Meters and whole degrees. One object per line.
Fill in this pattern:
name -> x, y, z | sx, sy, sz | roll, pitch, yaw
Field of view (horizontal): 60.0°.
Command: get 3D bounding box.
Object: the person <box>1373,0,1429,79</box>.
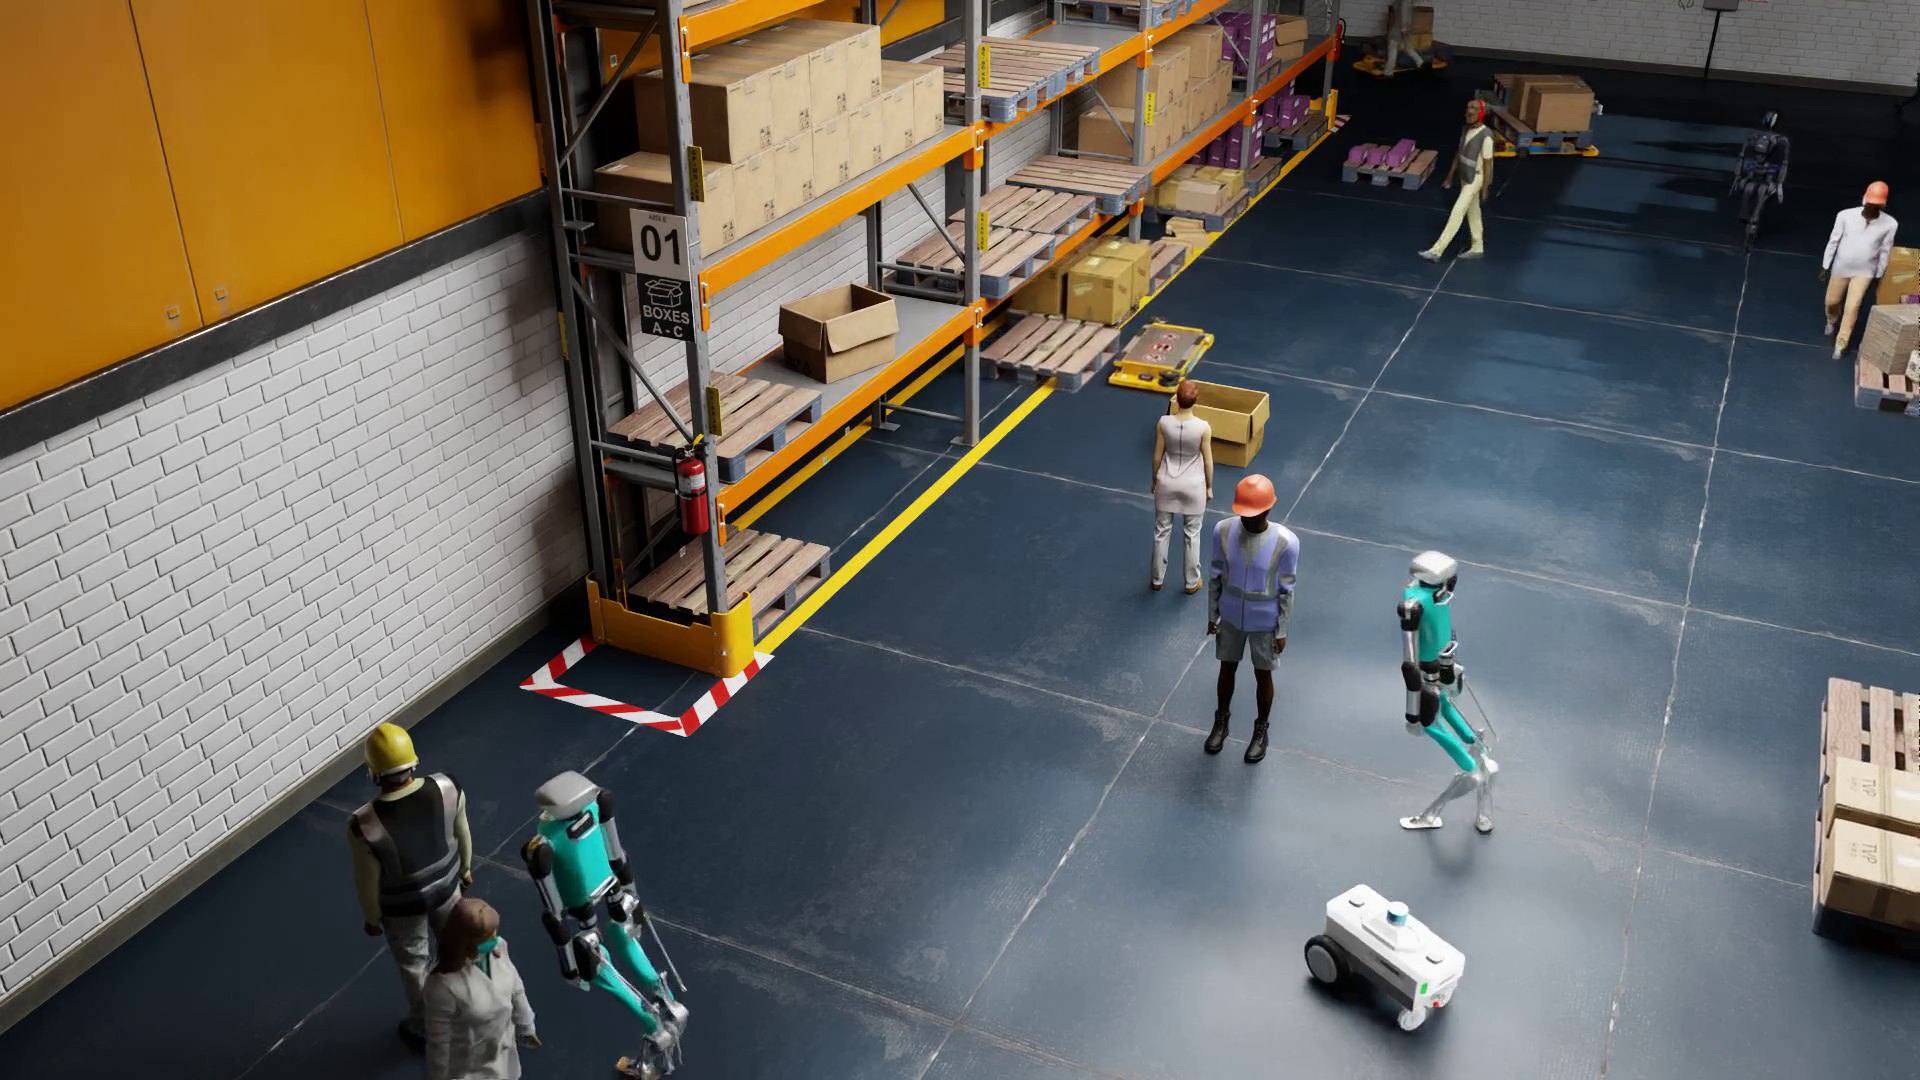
person -> 7.046, -8.155, 26.247 | 0.752, 1.799, 0.552 | 10, 30, 18

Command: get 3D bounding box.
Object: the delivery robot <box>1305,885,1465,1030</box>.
delivery robot -> 2.191, 2.106, 8.535 | 0.512, 0.607, 0.778 | -19, 33, -31

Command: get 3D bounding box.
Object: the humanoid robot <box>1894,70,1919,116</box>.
humanoid robot -> 14.101, -6.903, 24.088 | 0.612, 1.624, 0.720 | -9, 30, -17

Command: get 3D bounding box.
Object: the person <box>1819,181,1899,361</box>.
person -> 8.681, -2.662, 16.124 | 0.562, 1.726, 0.696 | 18, 33, 30

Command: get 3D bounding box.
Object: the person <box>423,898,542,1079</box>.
person -> -1.993, 2.229, 7.138 | 0.691, 1.633, 0.505 | 11, 30, 20

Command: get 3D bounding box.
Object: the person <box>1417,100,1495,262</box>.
person -> 5.545, -3.972, 18.466 | 0.907, 1.804, 0.596 | -3, 29, -6

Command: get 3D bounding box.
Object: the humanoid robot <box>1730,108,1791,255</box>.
humanoid robot -> 9.108, -4.084, 18.839 | 0.609, 1.639, 0.600 | -24, 37, -37

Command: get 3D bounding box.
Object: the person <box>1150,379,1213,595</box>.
person -> 1.593, -0.381, 11.964 | 0.459, 1.663, 0.278 | 8, 29, 15

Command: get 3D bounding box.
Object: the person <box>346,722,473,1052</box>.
person -> -2.615, 1.664, 7.996 | 0.404, 1.832, 0.591 | 24, 37, 37

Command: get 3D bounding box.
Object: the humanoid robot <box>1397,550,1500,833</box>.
humanoid robot -> 2.871, 0.956, 9.402 | 0.883, 1.763, 0.598 | 21, 35, 34

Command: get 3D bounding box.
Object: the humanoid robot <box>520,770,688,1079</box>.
humanoid robot -> -1.529, 1.923, 7.671 | 0.727, 1.835, 0.554 | 14, 31, 25

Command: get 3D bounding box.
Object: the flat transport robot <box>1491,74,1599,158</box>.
flat transport robot -> 7.936, -5.433, 22.802 | 1.431, 0.231, 0.659 | -1, 28, -1

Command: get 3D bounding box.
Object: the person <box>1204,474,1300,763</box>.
person -> 1.745, 0.474, 10.106 | 0.540, 1.931, 0.382 | 14, 31, 24

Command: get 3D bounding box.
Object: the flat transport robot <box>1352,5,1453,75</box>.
flat transport robot -> 7.216, -7.832, 27.251 | 1.431, 0.231, 0.659 | -13, 31, -23

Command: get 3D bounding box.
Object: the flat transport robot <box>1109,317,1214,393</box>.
flat transport robot -> 1.959, -1.784, 16.037 | 0.659, 0.231, 1.431 | 11, 30, 19
